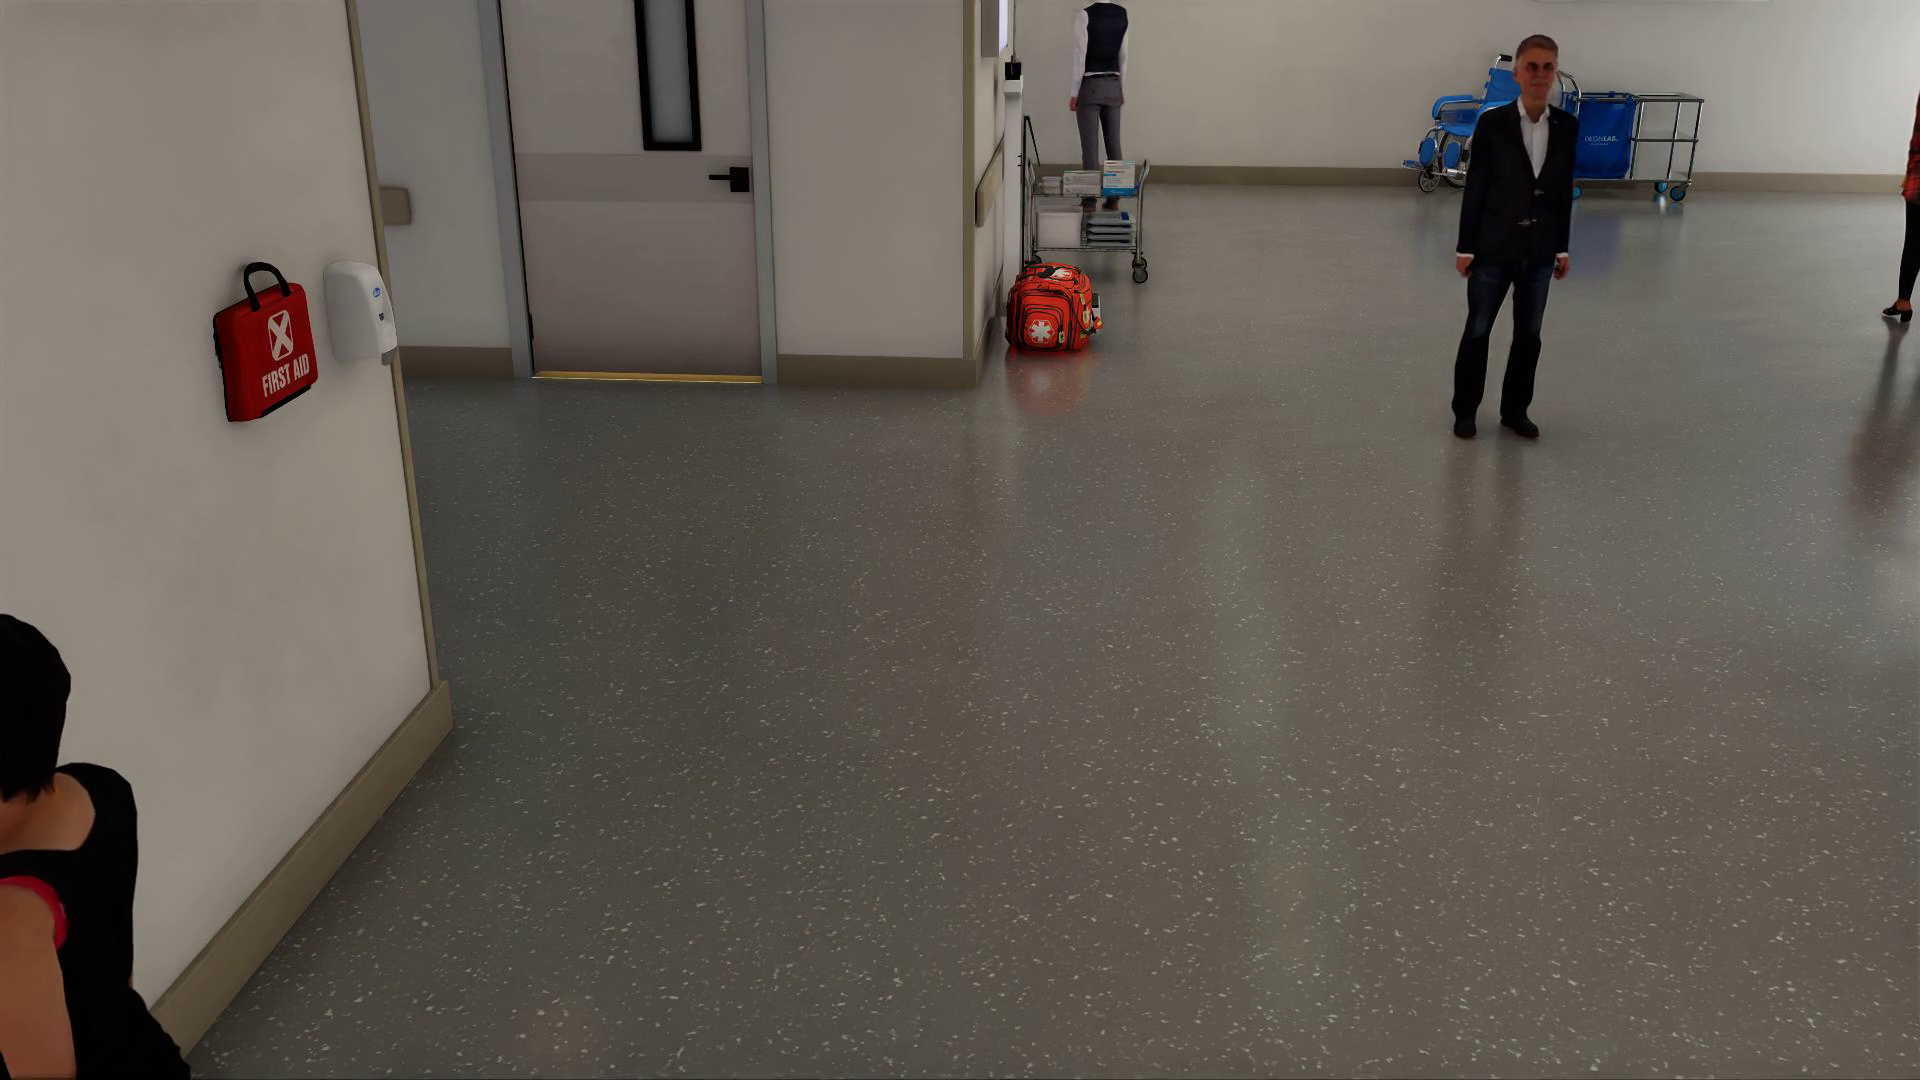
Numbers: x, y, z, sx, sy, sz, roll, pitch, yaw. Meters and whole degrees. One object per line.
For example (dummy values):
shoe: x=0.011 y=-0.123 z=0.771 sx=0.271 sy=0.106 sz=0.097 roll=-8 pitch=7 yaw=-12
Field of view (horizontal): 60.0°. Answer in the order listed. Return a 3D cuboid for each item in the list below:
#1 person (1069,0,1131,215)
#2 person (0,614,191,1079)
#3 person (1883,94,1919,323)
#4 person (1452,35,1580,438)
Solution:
person: x=1.129 y=-3.623 z=13.399 sx=0.744 sy=1.938 sz=0.739 roll=-9 pitch=22 yaw=-22
person: x=-1.179 y=0.804 z=2.256 sx=0.655 sy=1.553 sz=0.526 roll=-4 pitch=21 yaw=-10
person: x=5.818 y=-2.147 z=9.834 sx=0.611 sy=1.703 sz=0.548 roll=3 pitch=21 yaw=7
person: x=2.561 y=-1.387 z=7.669 sx=0.691 sy=1.815 sz=0.595 roll=0 pitch=21 yaw=0
